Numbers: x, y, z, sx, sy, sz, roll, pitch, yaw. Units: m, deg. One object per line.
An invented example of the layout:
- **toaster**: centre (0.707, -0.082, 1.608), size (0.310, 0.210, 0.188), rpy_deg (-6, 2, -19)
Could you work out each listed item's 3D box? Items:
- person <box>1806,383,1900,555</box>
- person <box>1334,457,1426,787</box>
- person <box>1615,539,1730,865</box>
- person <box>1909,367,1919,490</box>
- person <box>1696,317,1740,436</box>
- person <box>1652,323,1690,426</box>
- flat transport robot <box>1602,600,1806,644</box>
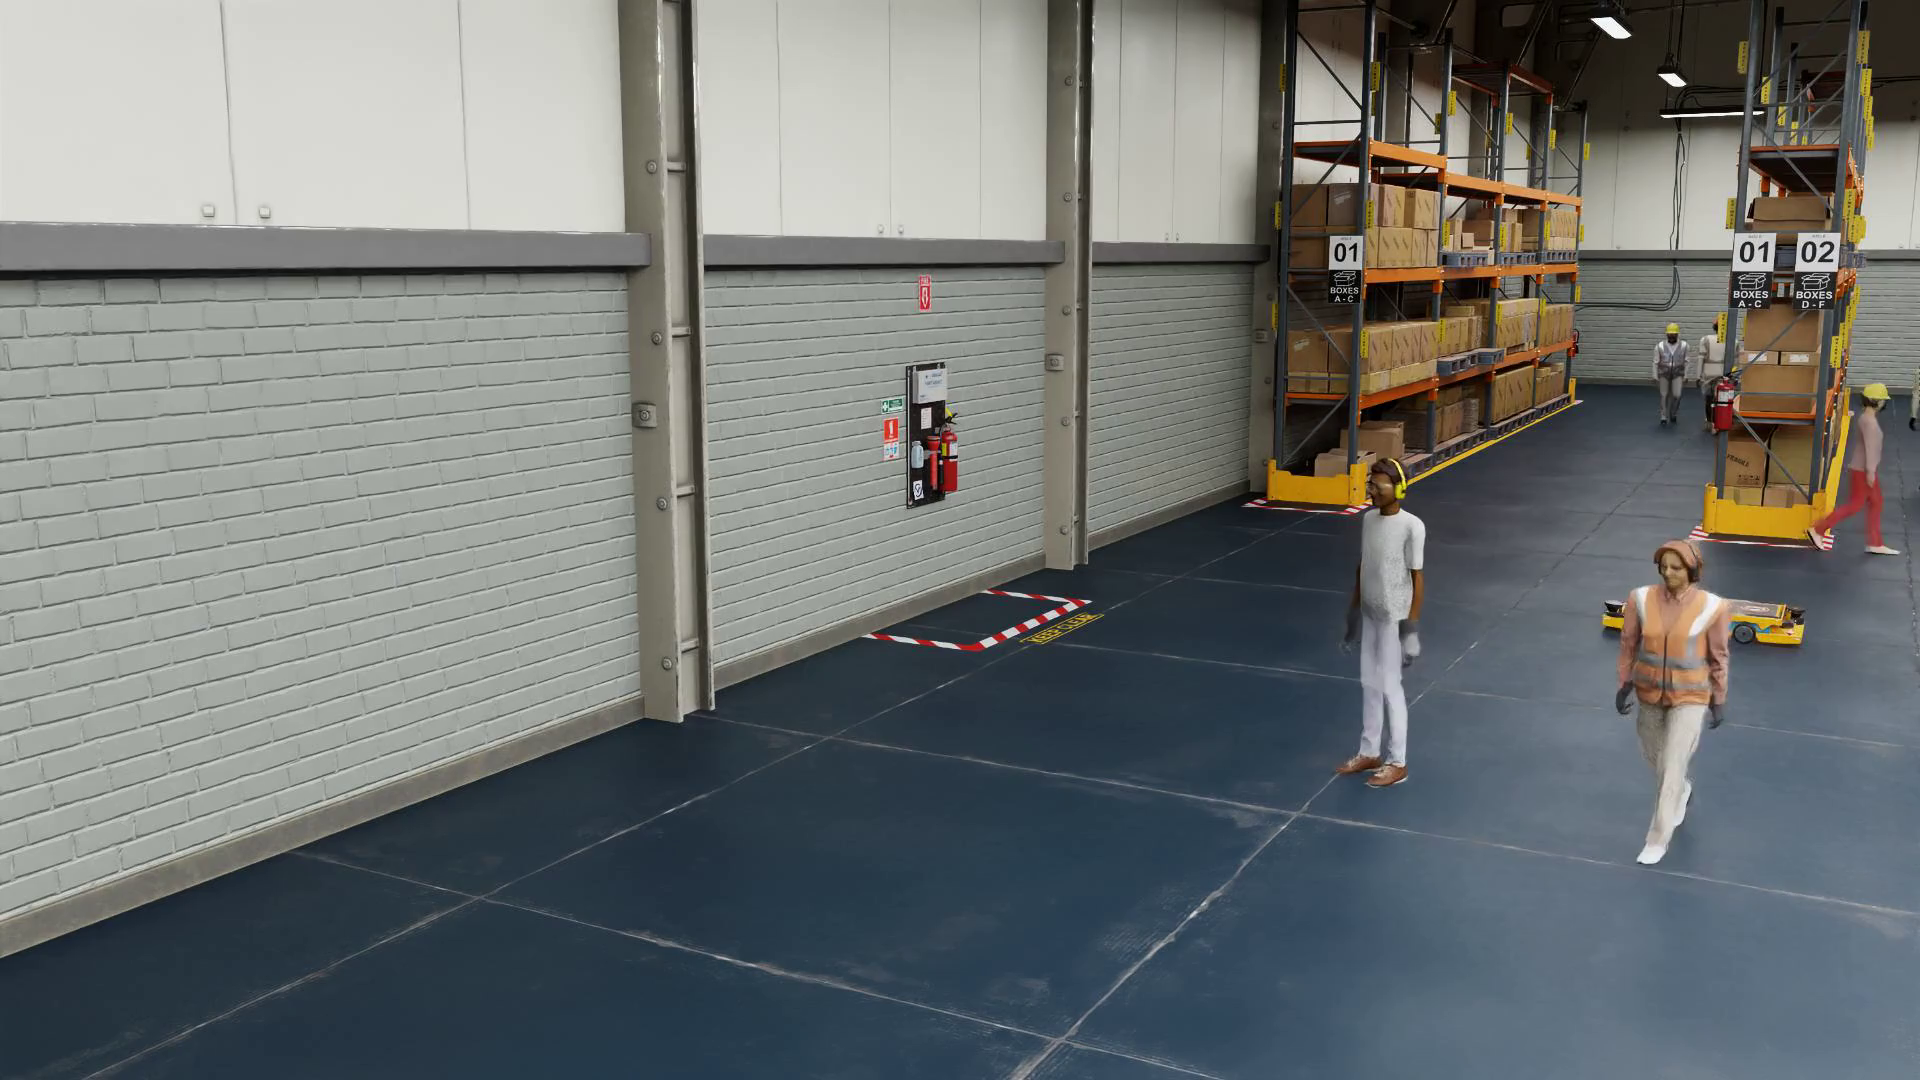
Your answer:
- **person**: centre (9.028, -0.718, 16.696), size (0.801, 1.737, 0.528), rpy_deg (5, 11, 25)
- **person**: centre (2.407, 0.460, 9.463), size (0.335, 1.868, 0.537), rpy_deg (-4, 11, -24)
- **person**: centre (3.607, 0.771, 8.392), size (0.524, 1.611, 0.754), rpy_deg (9, 13, 43)
- **person**: centre (12.411, -1.585, 21.096), size (0.641, 1.974, 0.518), rpy_deg (4, 10, 21)
- **person**: centre (12.787, -2.778, 28.023), size (0.636, 1.998, 0.985), rpy_deg (6, 11, 31)
- **person**: centre (12.523, -2.906, 29.315), size (0.616, 1.810, 0.548), rpy_deg (4, 10, 20)
- **flat transport robot**: centre (5.934, 0.605, 13.273), size (1.431, 0.197, 0.652), rpy_deg (5, 11, 28)
